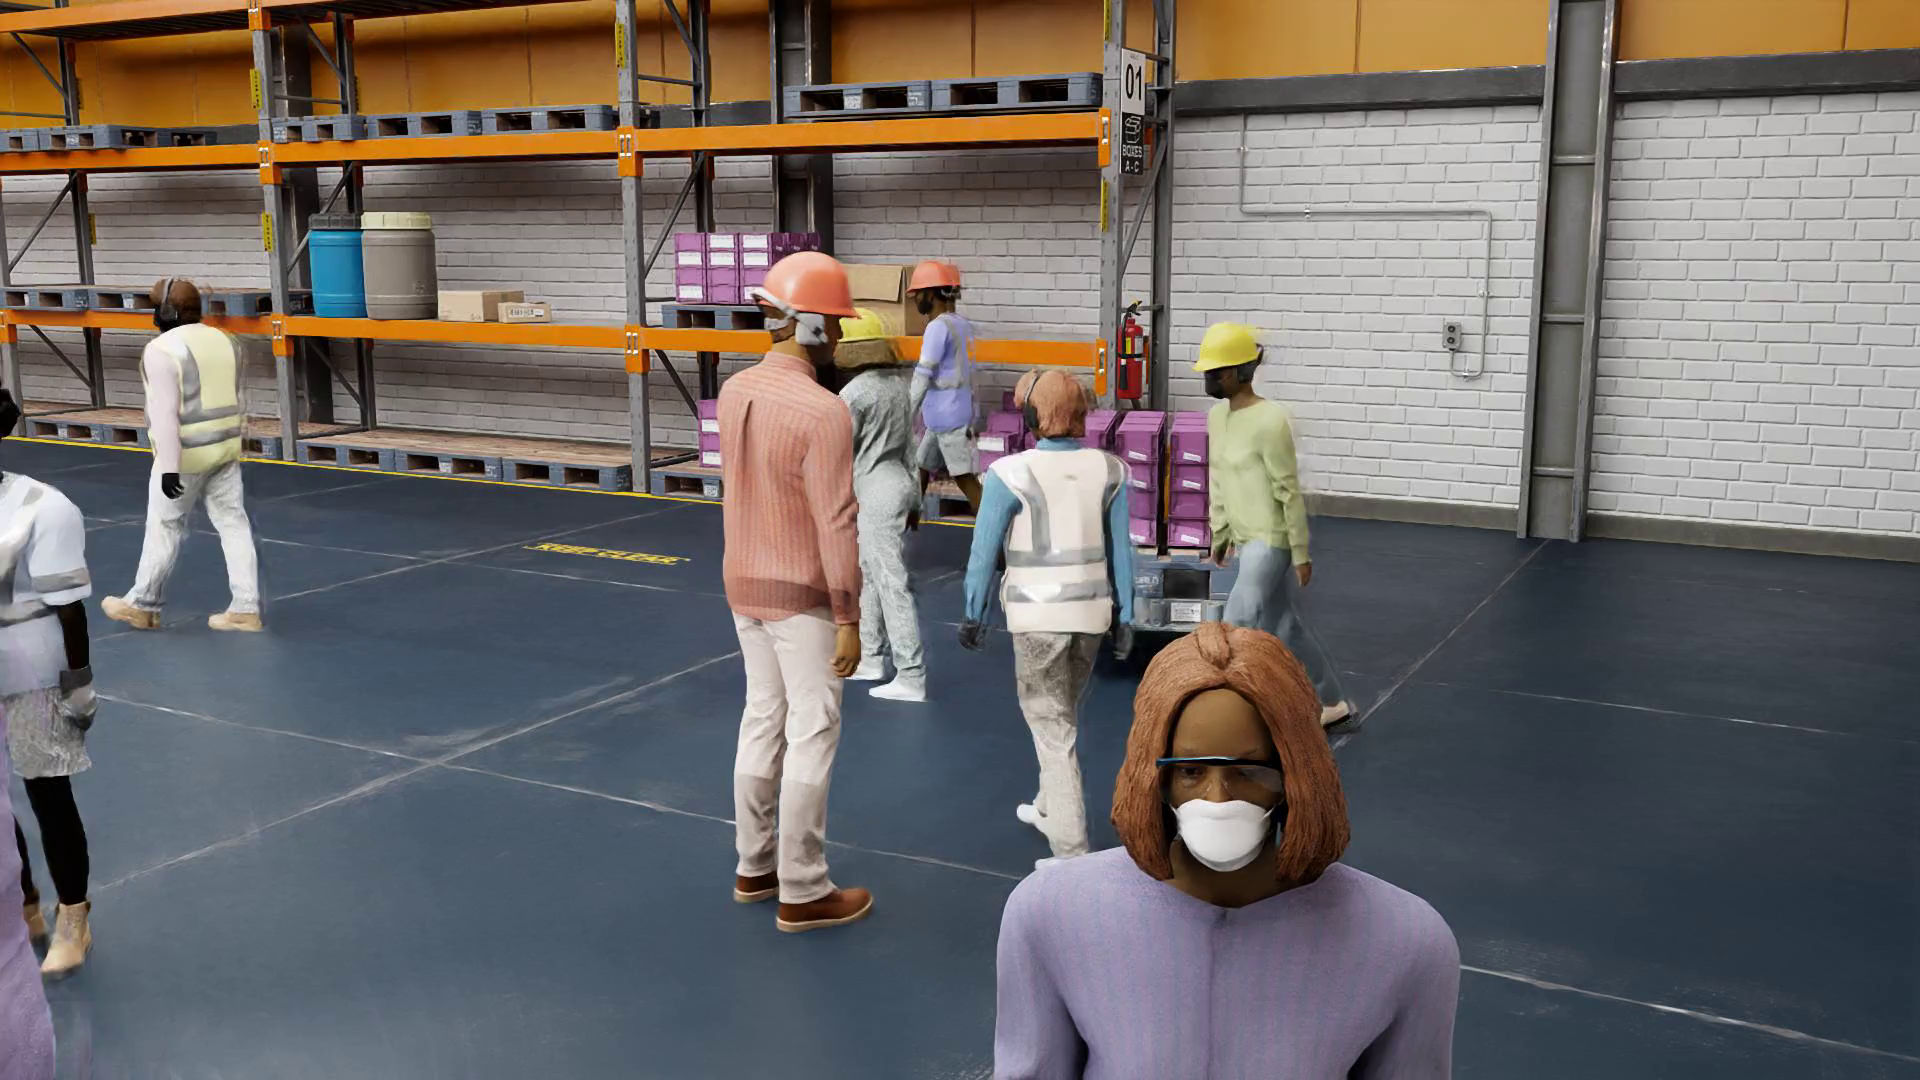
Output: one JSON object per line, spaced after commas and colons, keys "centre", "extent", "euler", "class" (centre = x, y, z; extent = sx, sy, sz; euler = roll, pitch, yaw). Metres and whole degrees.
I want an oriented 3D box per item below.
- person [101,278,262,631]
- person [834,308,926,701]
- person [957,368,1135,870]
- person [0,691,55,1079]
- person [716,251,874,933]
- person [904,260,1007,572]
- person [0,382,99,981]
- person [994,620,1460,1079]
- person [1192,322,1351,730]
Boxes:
{"centre": [-4.021, -0.422, 8.523], "extent": [0.900, 1.803, 0.660], "euler": [3, 11, 16], "class": "person"}
{"centre": [-0.416, -0.153, 7.326], "extent": [0.703, 1.711, 0.493], "euler": [5, 11, 25], "class": "person"}
{"centre": [0.251, 0.259, 5.337], "extent": [0.518, 1.609, 0.738], "euler": [-7, 12, -32], "class": "person"}
{"centre": [-1.312, 0.716, 2.174], "extent": [0.911, 1.860, 0.695], "euler": [-2, 11, -13], "class": "person"}
{"centre": [-0.476, 0.157, 4.874], "extent": [0.405, 1.982, 0.632], "euler": [-8, 13, -38], "class": "person"}
{"centre": [-0.164, -0.732, 10.033], "extent": [1.020, 1.874, 0.563], "euler": [1, 10, 4], "class": "person"}
{"centre": [-2.599, 0.373, 4.502], "extent": [0.568, 1.687, 0.350], "euler": [2, 10, 8], "class": "person"}
{"centre": [0.273, 0.888, 1.824], "extent": [0.500, 1.633, 0.281], "euler": [1, 10, 7], "class": "person"}
{"centre": [1.223, -0.007, 6.537], "extent": [0.860, 1.706, 0.542], "euler": [-3, 11, -16], "class": "person"}
